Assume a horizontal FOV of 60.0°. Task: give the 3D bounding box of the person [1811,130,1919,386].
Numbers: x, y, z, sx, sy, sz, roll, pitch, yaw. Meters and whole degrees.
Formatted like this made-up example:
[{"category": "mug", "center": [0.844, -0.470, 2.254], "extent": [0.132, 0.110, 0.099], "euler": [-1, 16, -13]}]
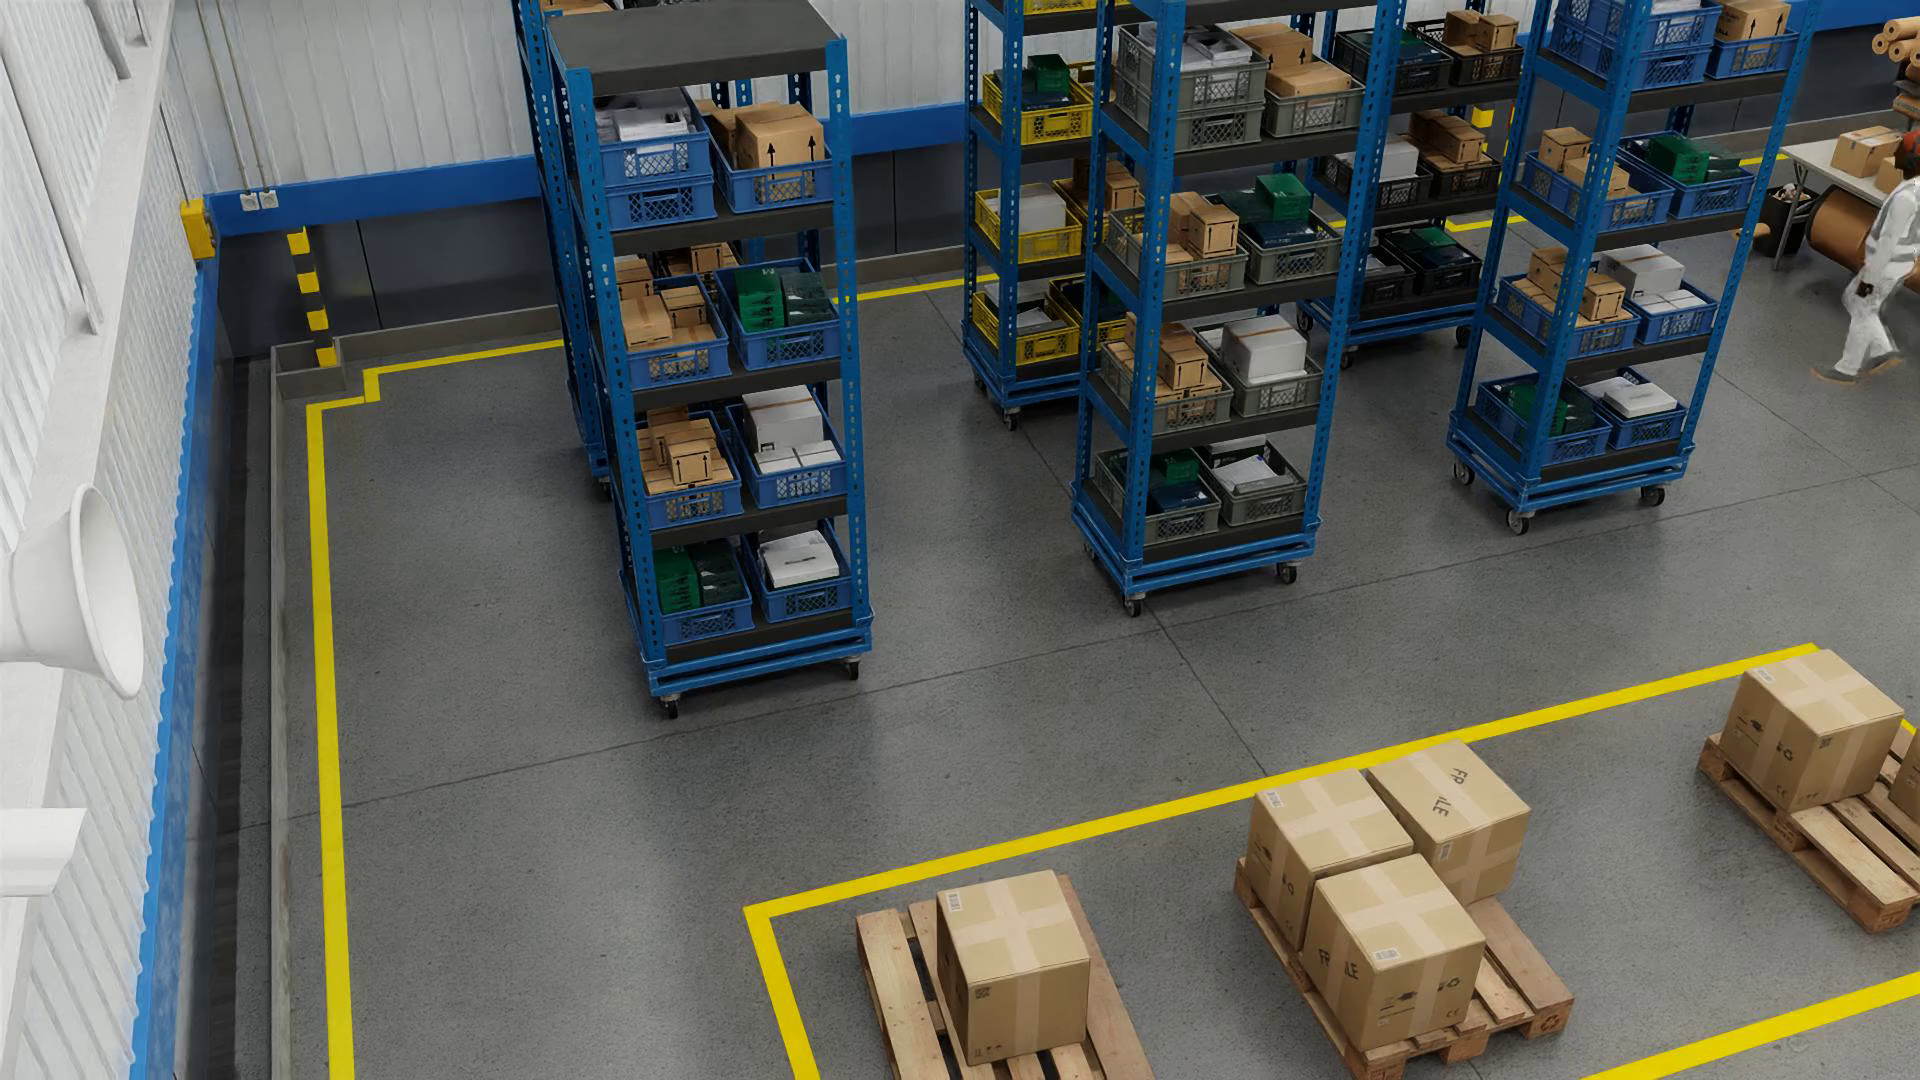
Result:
[{"category": "person", "center": [6.300, -1.887, 11.340], "extent": [0.448, 1.871, 0.599], "euler": [24, 42, 30]}]
